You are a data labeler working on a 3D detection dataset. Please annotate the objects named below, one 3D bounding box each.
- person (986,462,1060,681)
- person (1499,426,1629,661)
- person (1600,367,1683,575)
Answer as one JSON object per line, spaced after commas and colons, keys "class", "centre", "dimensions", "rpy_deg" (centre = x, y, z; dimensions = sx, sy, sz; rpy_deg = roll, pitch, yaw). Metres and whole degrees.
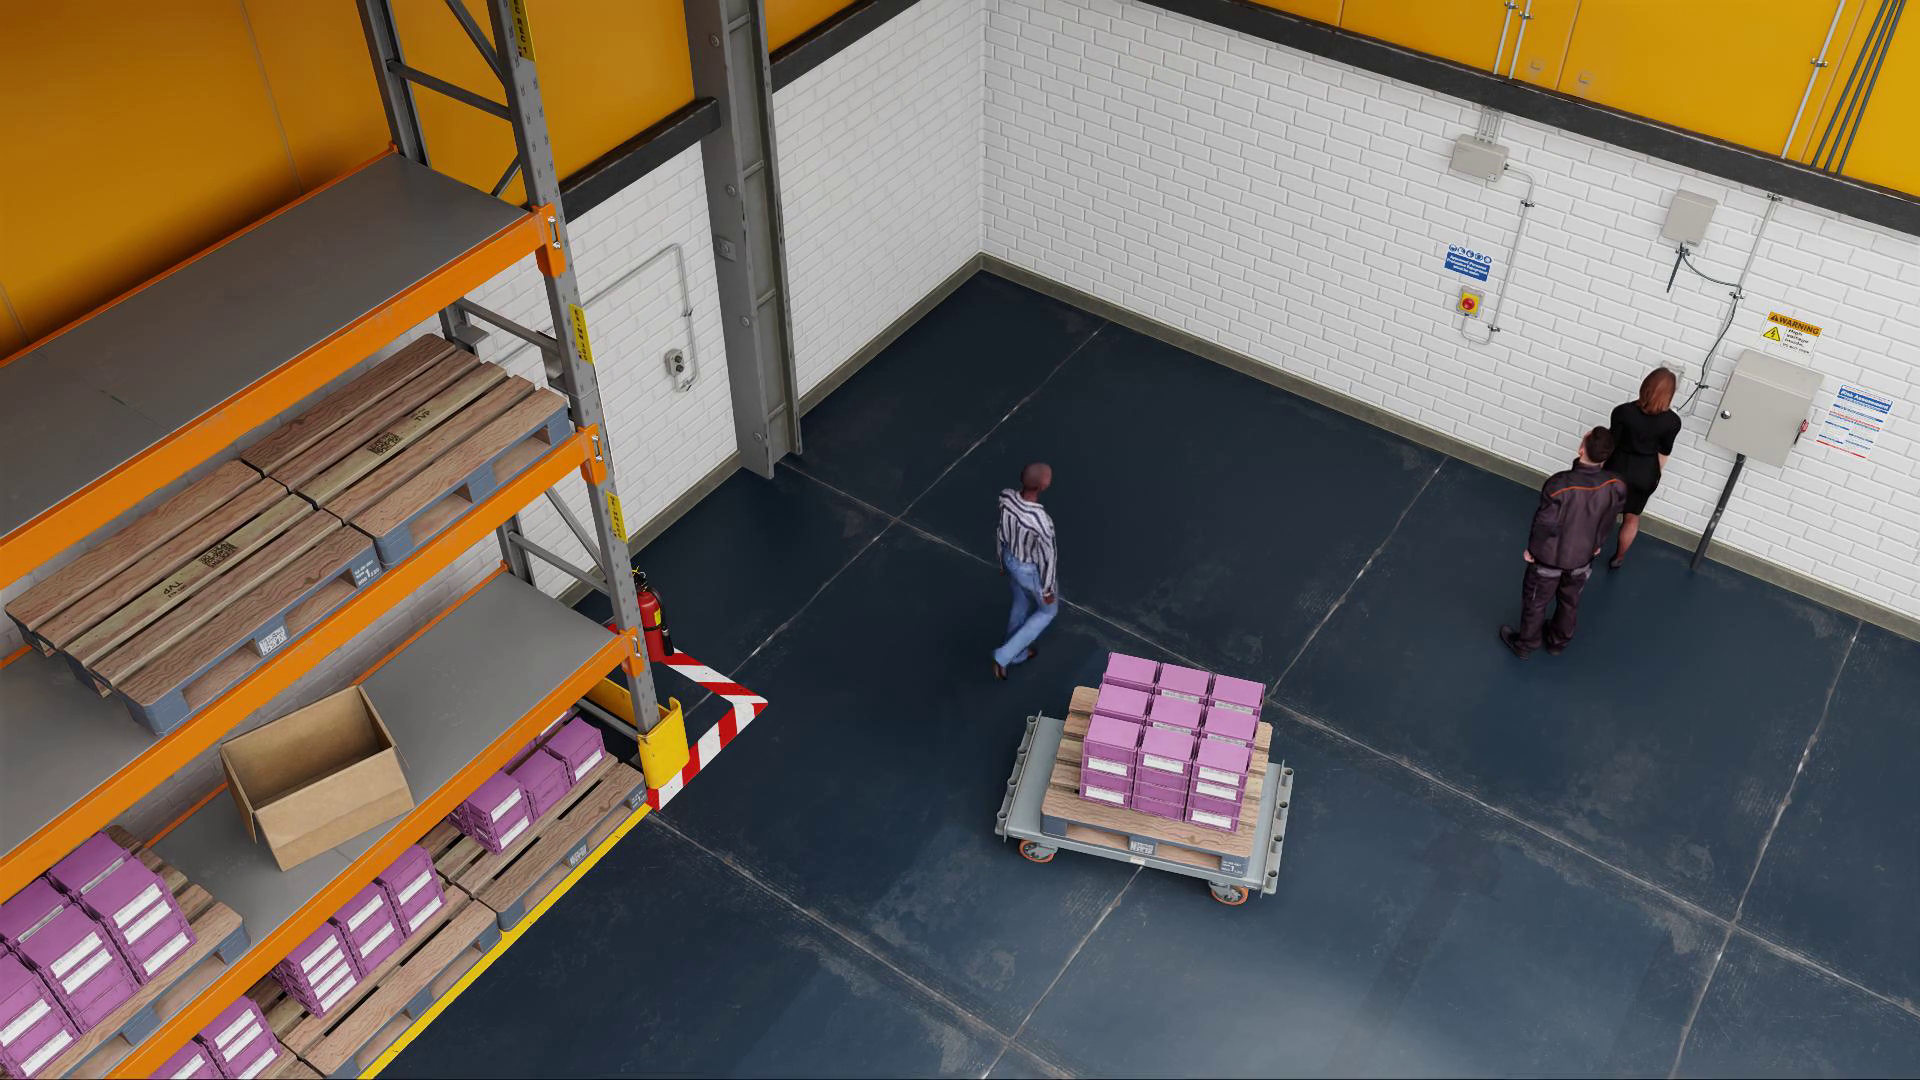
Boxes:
{"class": "person", "centre": [0.355, 0.258, 10.356], "dimensions": [0.828, 1.776, 0.765], "rpy_deg": [-31, 51, -28]}
{"class": "person", "centre": [3.835, 0.038, 10.528], "dimensions": [0.811, 1.857, 0.853], "rpy_deg": [-4, 44, -4]}
{"class": "person", "centre": [4.487, -0.444, 11.144], "dimensions": [0.641, 1.706, 0.594], "rpy_deg": [13, 45, 13]}
